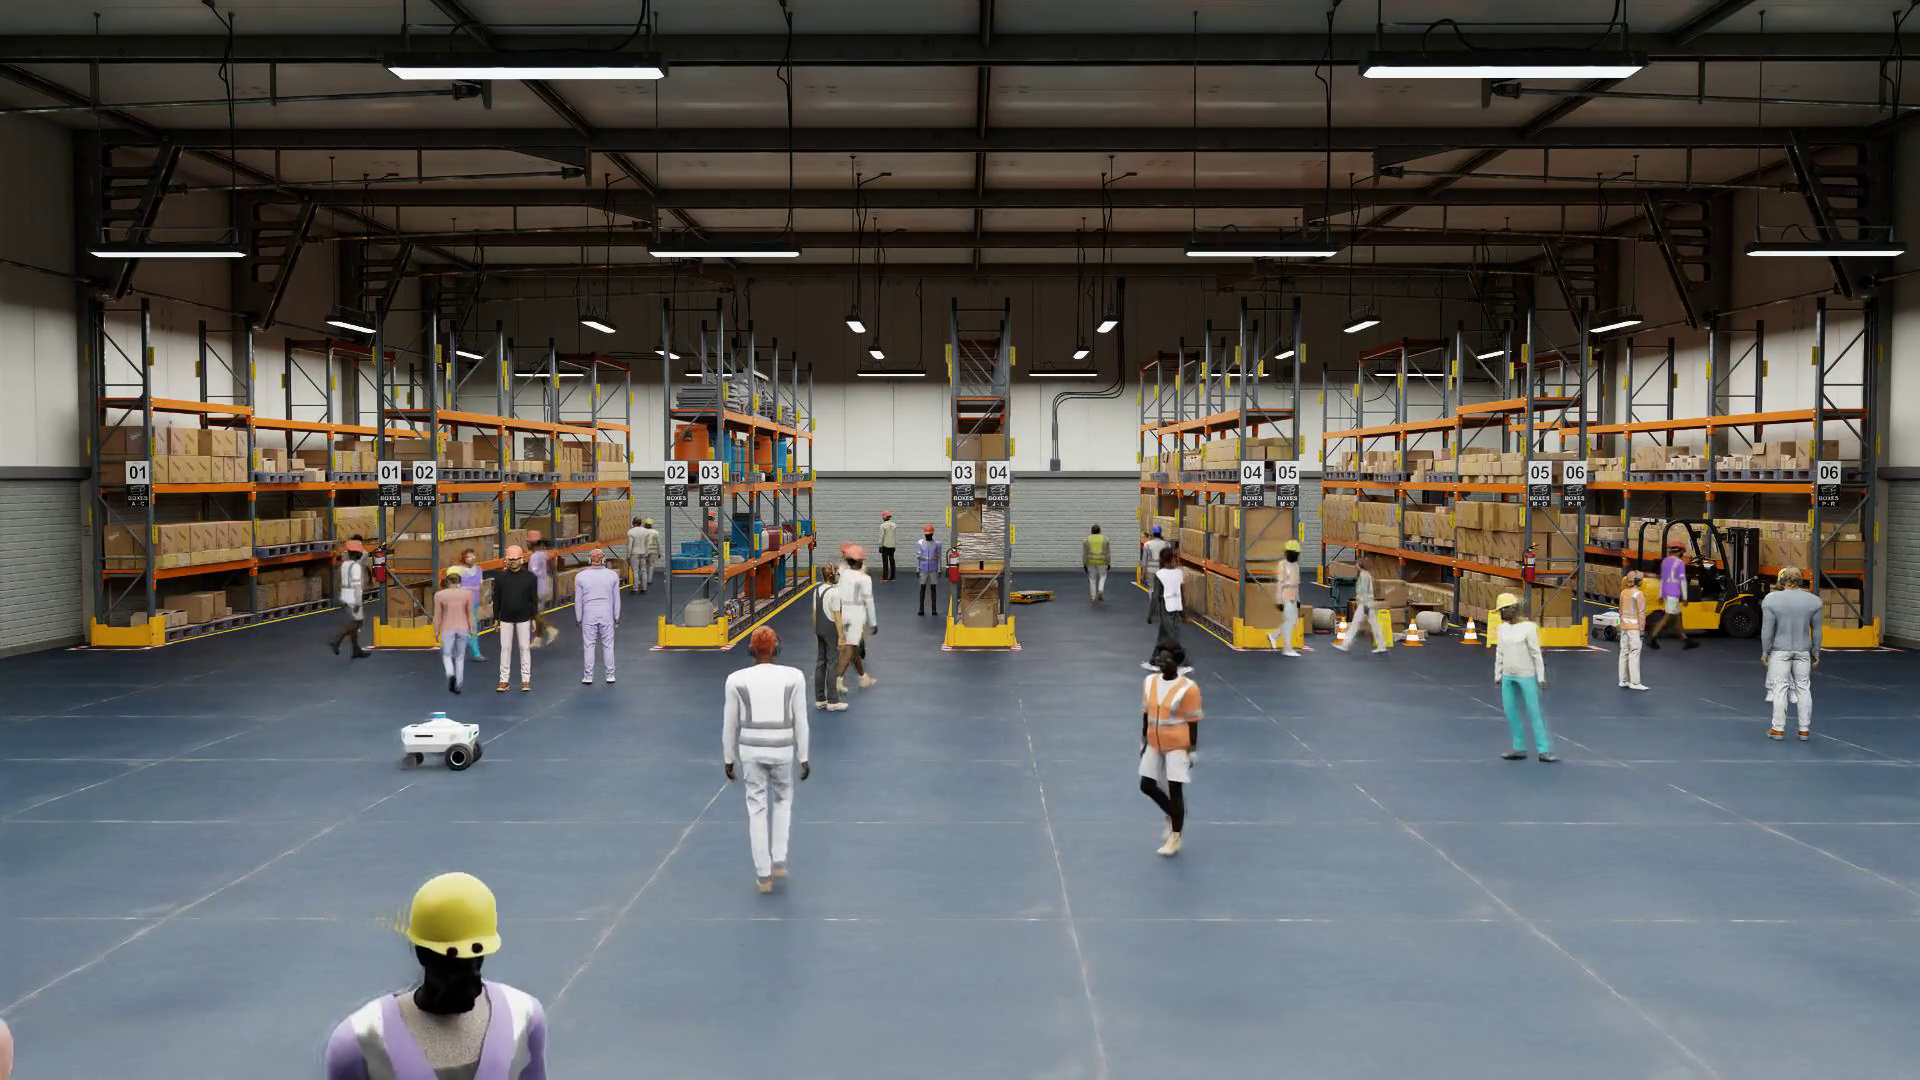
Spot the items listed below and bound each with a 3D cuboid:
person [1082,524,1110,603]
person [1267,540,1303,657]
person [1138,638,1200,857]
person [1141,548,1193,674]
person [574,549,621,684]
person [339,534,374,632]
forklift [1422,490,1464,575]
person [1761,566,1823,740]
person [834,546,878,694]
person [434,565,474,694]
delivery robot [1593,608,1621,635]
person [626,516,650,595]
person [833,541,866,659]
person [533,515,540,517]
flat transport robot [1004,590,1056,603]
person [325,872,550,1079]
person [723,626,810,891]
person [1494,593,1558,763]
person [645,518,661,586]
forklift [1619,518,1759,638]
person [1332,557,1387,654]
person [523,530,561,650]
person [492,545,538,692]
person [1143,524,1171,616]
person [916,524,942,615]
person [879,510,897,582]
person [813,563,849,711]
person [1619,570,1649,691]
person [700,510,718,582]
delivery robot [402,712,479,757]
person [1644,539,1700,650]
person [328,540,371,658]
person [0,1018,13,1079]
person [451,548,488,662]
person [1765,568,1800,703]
[{"bbox_3d":[3.164,0.540,37.472,0.652,1.823,0.445,0,2,8],"label":"person"},{"bbox_3d":[5.308,0.944,26.393,0.602,1.904,0.609,2,3,39],"label":"person"},{"bbox_3d":[1.635,1.594,12.527,0.551,1.685,0.406,2,3,45],"label":"person"},{"bbox_3d":[3.112,1.054,24.117,1.036,1.868,0.606,2,3,45],"label":"person"},{"bbox_3d":[-5.131,1.081,22.850,0.643,1.909,0.410,-1,2,-19],"label":"person"},{"bbox_3d":[-11.357,0.808,30.486,0.570,1.837,0.822,0,2,-1],"label":"person"},{"bbox_3d":[13.926,-0.371,47.846,1.873,2.768,1.129,0,2,0],"label":"forklift"},{"bbox_3d":[9.272,1.256,18.020,0.636,1.939,0.362,0,2,10],"label":"person"},{"bbox_3d":[-1.457,1.077,21.938,0.623,1.999,1.055,2,3,37],"label":"person"},{"bbox_3d":[-6.785,1.213,21.688,0.527,1.738,0.541,-1,3,-26],"label":"person"},{"bbox_3d":[11.747,1.473,29.102,0.477,0.478,0.707,-1,2,-16],"label":"delivery robot"},{"bbox_3d":[-8.002,0.381,40.074,0.628,1.940,0.373,-2,3,-45],"label":"person"},{"bbox_3d":[-1.735,0.966,25.701,0.566,1.919,0.771,-1,2,-18],"label":"person"},{"bbox_3d":[-11.247,0.271,43.243,0.595,1.919,1.049,2,3,34],"label":"person"},{"bbox_3d":[1.622,1.315,37.752,0.652,0.197,1.431,1,3,31],"label":"flat transport robot"},{"bbox_3d":[-1.381,1.815,4.275,0.614,1.913,0.528,-2,3,-37],"label":"person"},{"bbox_3d":[-1.400,1.544,11.625,0.615,1.865,0.602,0,2,-9],"label":"person"},{"bbox_3d":[5.815,1.419,16.622,0.351,1.720,0.725,-1,3,-33],"label":"person"},{"bbox_3d":[-8.295,0.319,43.229,0.610,1.805,0.703,0,2,-2],"label":"person"},{"bbox_3d":[13.417,0.684,29.791,2.313,2.155,1.214,0,2,0],"label":"forklift"},{"bbox_3d":[6.644,1.083,26.700,0.893,1.584,0.523,1,2,23],"label":"person"},{"bbox_3d":[-7.094,0.844,27.269,0.573,2.031,0.612,0,2,0],"label":"person"},{"bbox_3d":[-6.079,1.069,22.061,0.608,1.995,0.377,0,2,-7],"label":"person"},{"bbox_3d":[4.136,0.633,33.831,0.611,1.930,0.627,0,2,1],"label":"person"},{"bbox_3d":[-0.659,0.624,34.102,0.543,1.927,0.375,0,2,0],"label":"person"},{"bbox_3d":[-2.019,0.168,44.860,0.410,1.986,0.617,2,3,44],"label":"person"},{"bbox_3d":[-1.642,1.212,20.306,0.329,1.844,0.516,-2,3,-41],"label":"person"},{"bbox_3d":[9.257,1.237,22.219,0.315,1.640,0.514,0,2,-10],"label":"person"},{"bbox_3d":[-6.870,0.171,44.656,0.612,1.995,0.377,0,2,9],"label":"person"},{"bbox_3d":[-5.247,1.981,16.300,0.707,0.478,0.477,0,2,-4],"label":"delivery robot"},{"bbox_3d":[12.050,0.921,27.361,0.957,1.878,0.553,0,2,-5],"label":"person"},{"bbox_3d":[-9.832,0.958,25.947,0.661,1.917,0.547,-2,3,-45],"label":"person"},{"bbox_3d":[-2.840,1.848,4.350,0.634,1.860,1.029,0,2,5],"label":"person"},{"bbox_3d":[-7.876,1.018,25.700,0.887,1.808,0.566,1,3,25],"label":"person"},{"bbox_3d":[10.697,1.237,20.942,0.492,1.742,0.318,1,2,21],"label":"person"}]
